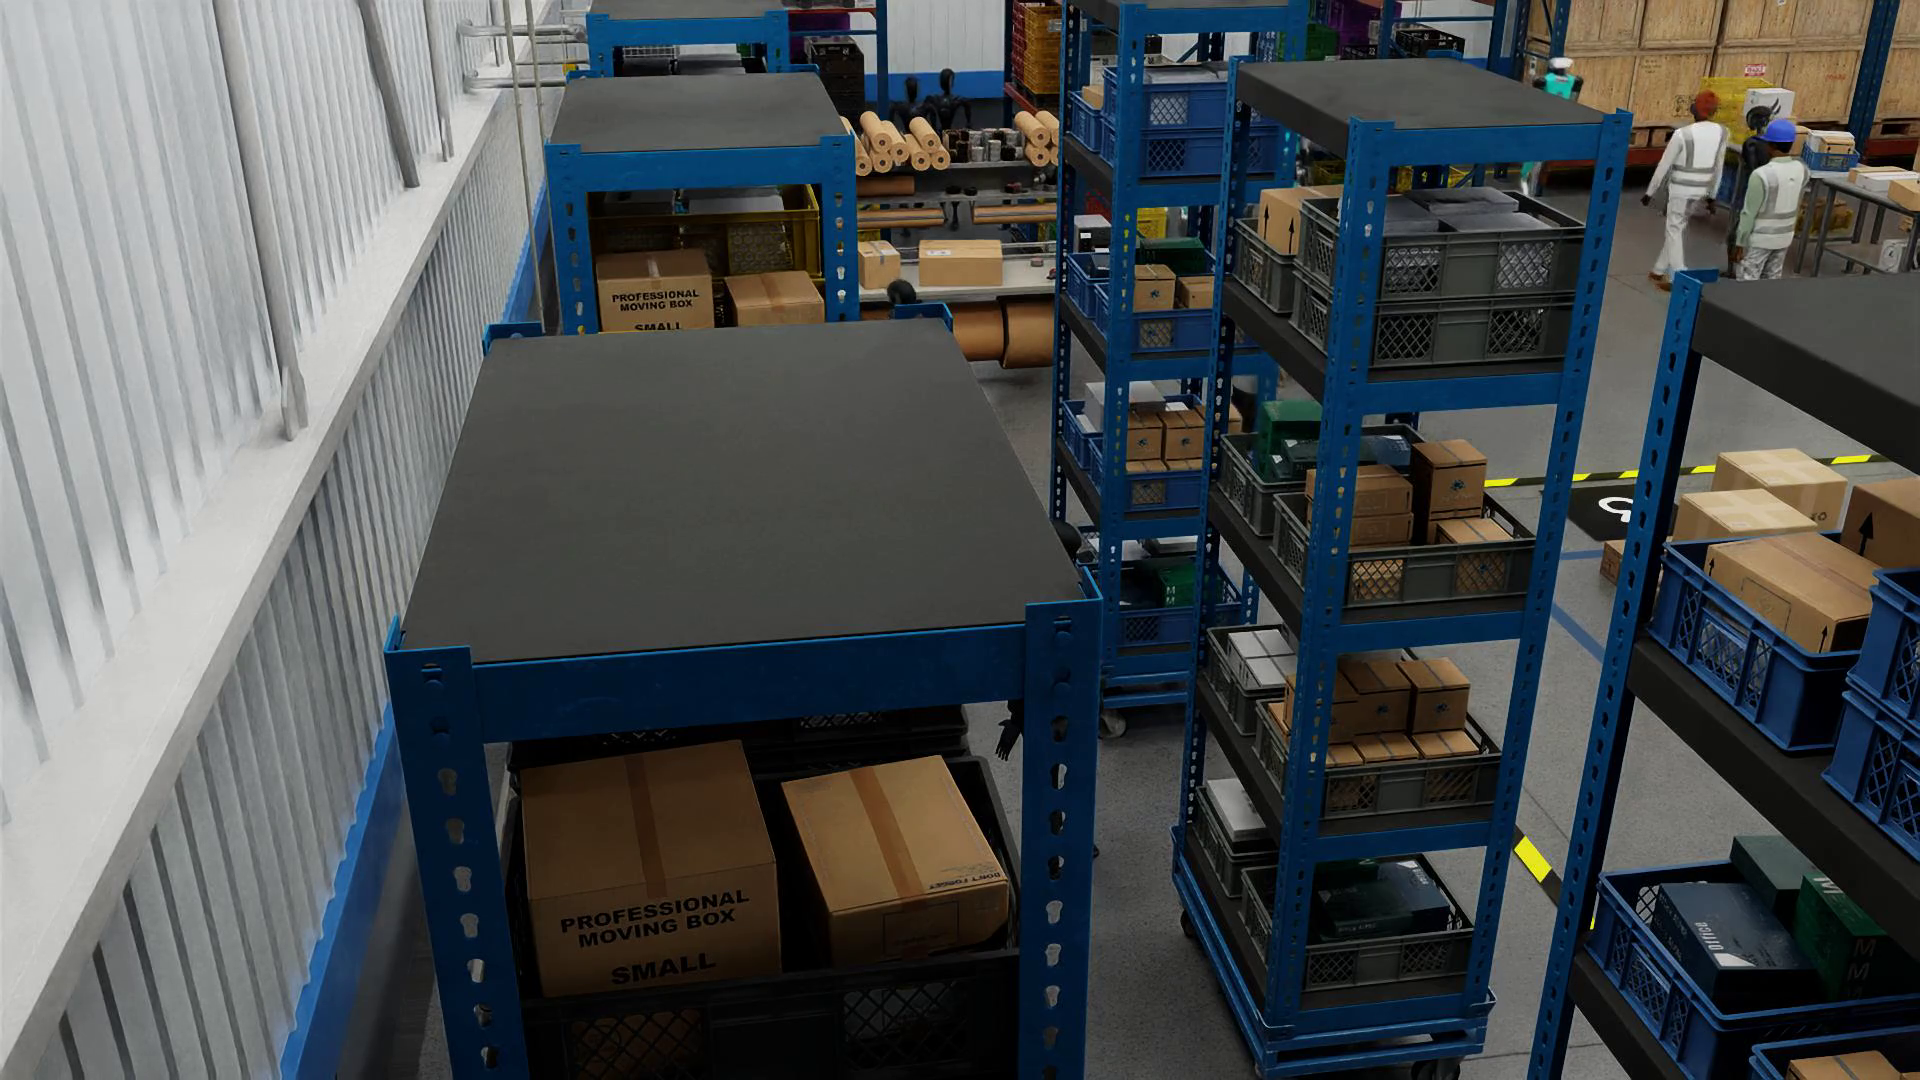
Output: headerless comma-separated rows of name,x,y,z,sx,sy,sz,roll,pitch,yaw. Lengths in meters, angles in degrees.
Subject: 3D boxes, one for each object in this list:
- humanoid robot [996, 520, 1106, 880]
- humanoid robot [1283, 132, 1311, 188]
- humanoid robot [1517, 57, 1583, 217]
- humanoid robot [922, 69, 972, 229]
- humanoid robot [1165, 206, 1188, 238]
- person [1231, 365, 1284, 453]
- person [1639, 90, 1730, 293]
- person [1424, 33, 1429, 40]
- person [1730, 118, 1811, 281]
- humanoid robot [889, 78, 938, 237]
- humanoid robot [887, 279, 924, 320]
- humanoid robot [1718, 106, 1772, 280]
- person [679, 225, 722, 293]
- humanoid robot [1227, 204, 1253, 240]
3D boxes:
humanoid robot,0.411,0.687,7.102,0.315,1.657,0.599,20,32,37
humanoid robot,3.119,-3.282,15.756,0.541,1.839,0.803,-4,25,-8
humanoid robot,6.270,-4.358,18.076,0.540,1.830,0.853,-2,25,-3
humanoid robot,-0.164,-4.123,17.574,0.610,1.647,0.536,4,25,8
humanoid robot,2.110,-3.625,16.563,0.535,1.887,0.767,1,25,2
person,2.022,-1.260,11.162,0.529,1.836,0.593,-5,25,-10
person,6.682,-3.221,15.395,0.638,1.857,0.662,-7,26,-15
person,4.993,-4.479,17.957,0.957,2.003,0.620,6,25,12
person,6.612,-2.477,13.686,0.611,1.939,0.412,-11,27,-22
humanoid robot,-0.478,-4.001,17.358,0.603,1.620,0.772,-5,25,-11
humanoid robot,-0.281,-0.844,10.499,0.614,1.642,0.655,-22,32,-39
humanoid robot,7.531,-3.238,15.667,0.555,1.628,0.615,19,31,36
person,-2.195,-2.762,14.272,0.606,1.966,0.368,-20,31,-36
humanoid robot,2.853,-3.894,17.050,0.552,1.829,0.663,-5,25,-11
